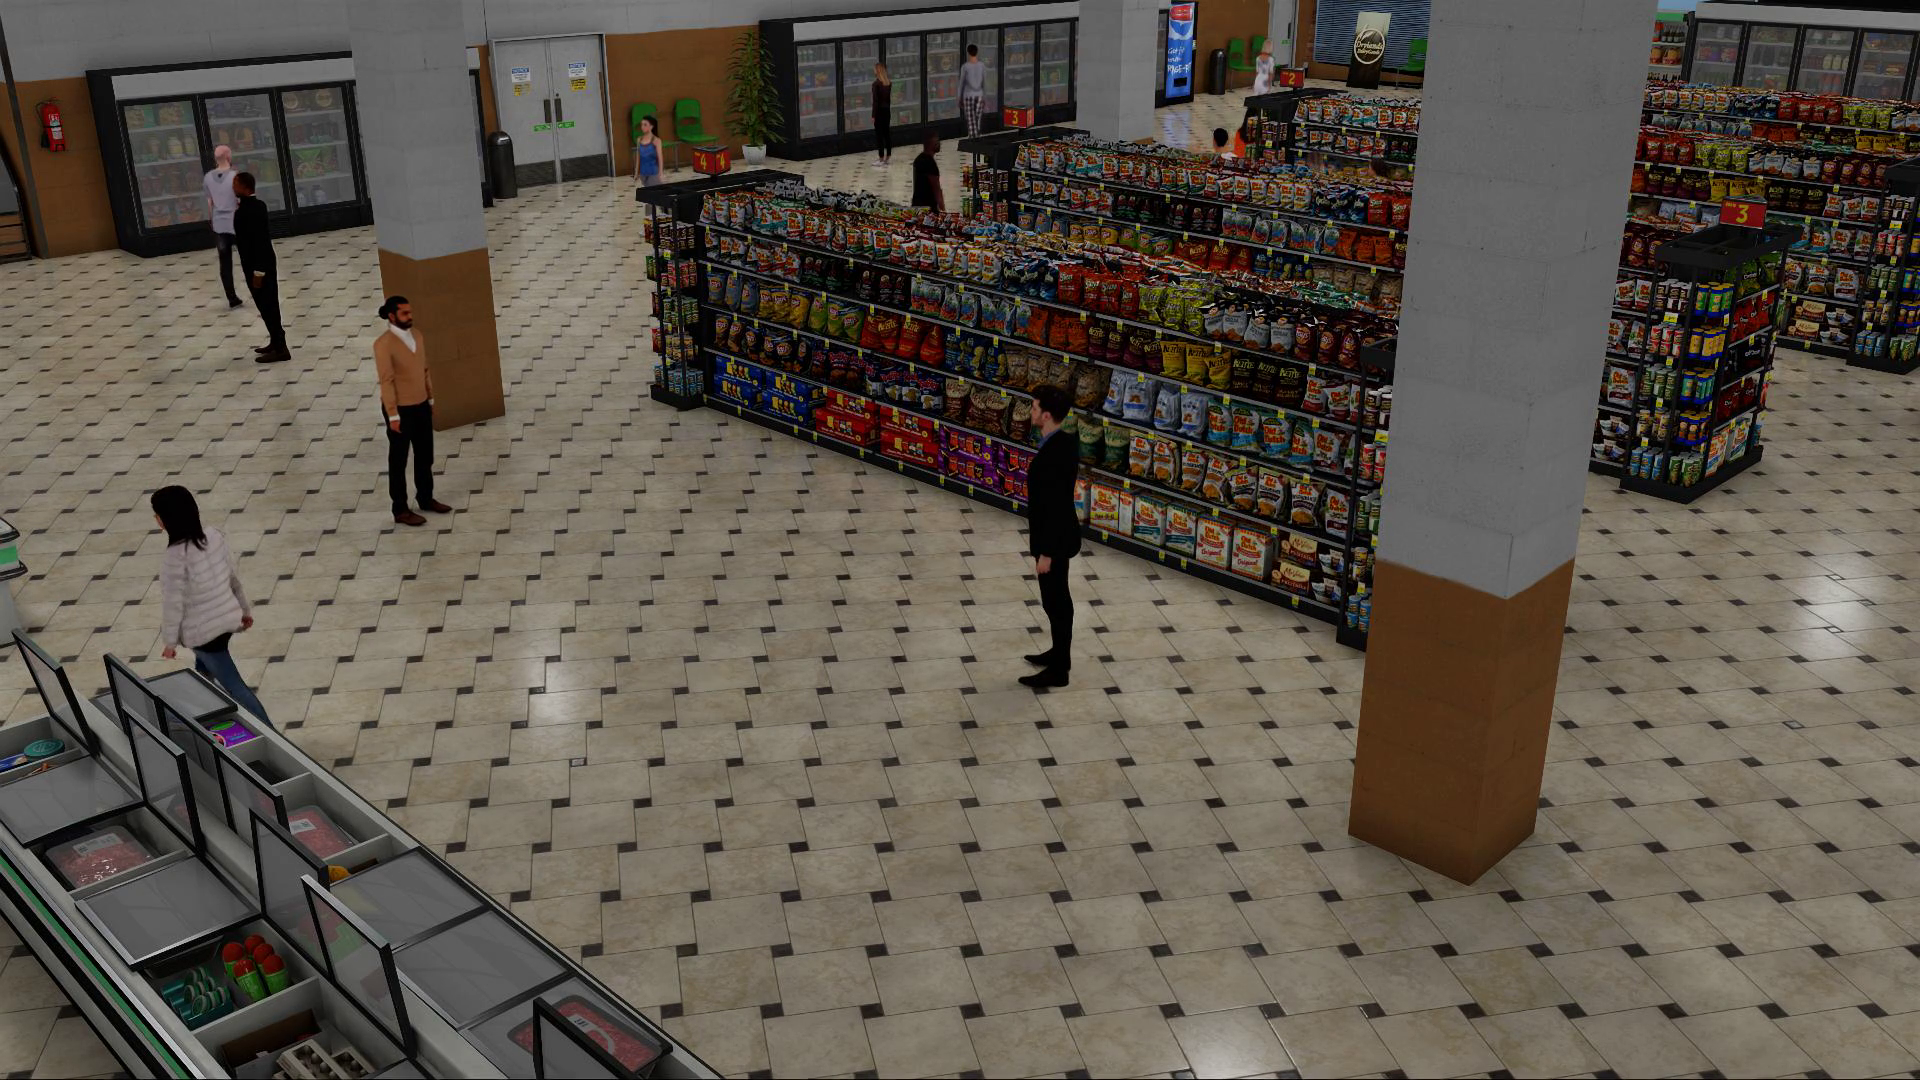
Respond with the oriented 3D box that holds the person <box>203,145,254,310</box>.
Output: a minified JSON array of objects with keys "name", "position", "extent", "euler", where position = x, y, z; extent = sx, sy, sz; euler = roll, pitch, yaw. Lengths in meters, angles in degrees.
[{"name":"person","position":[-8.292,-3.518,18.843],"extent":[0.952,1.812,1.013],"euler":[-1,22,-2]}]

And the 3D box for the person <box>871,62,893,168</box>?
[{"name":"person","position":[-1.323,-7.212,28.197],"extent":[0.542,1.692,0.633],"euler":[15,26,33]}]

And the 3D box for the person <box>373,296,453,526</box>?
[{"name":"person","position":[-4.212,-0.999,12.658],"extent":[0.706,1.750,0.730],"euler":[9,24,22]}]

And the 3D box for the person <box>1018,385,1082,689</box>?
[{"name":"person","position":[0.567,-0.023,10.041],"extent":[0.806,1.890,0.787],"euler":[3,22,8]}]

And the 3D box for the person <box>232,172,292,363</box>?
[{"name":"person","position":[-7.093,-2.769,16.855],"extent":[0.861,1.904,0.723],"euler":[-7,23,-16]}]

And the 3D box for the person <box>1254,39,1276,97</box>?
[{"name":"person","position":[5.728,-8.602,31.626],"extent":[0.985,1.715,0.751],"euler":[15,26,33]}]

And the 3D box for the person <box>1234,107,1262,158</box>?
[{"name":"person","position":[3.912,-4.999,22.683],"extent":[1.079,1.696,0.803],"euler":[15,26,33]}]

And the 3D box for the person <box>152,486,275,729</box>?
[{"name":"person","position":[-4.069,0.488,9.166],"extent":[1.175,1.595,1.019],"euler":[4,22,11]}]

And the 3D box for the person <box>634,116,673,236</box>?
[{"name":"person","position":[-4.206,-5.015,22.879],"extent":[1.032,1.580,0.734],"euler":[15,26,33]}]

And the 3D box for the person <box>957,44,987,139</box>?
[{"name":"person","position":[0.254,-7.843,29.600],"extent":[0.933,1.816,1.106],"euler":[-6,23,-15]}]

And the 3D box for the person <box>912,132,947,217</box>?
[{"name":"person","position":[-0.490,-3.942,19.922],"extent":[1.026,1.794,1.008],"euler":[-3,22,-8]}]
